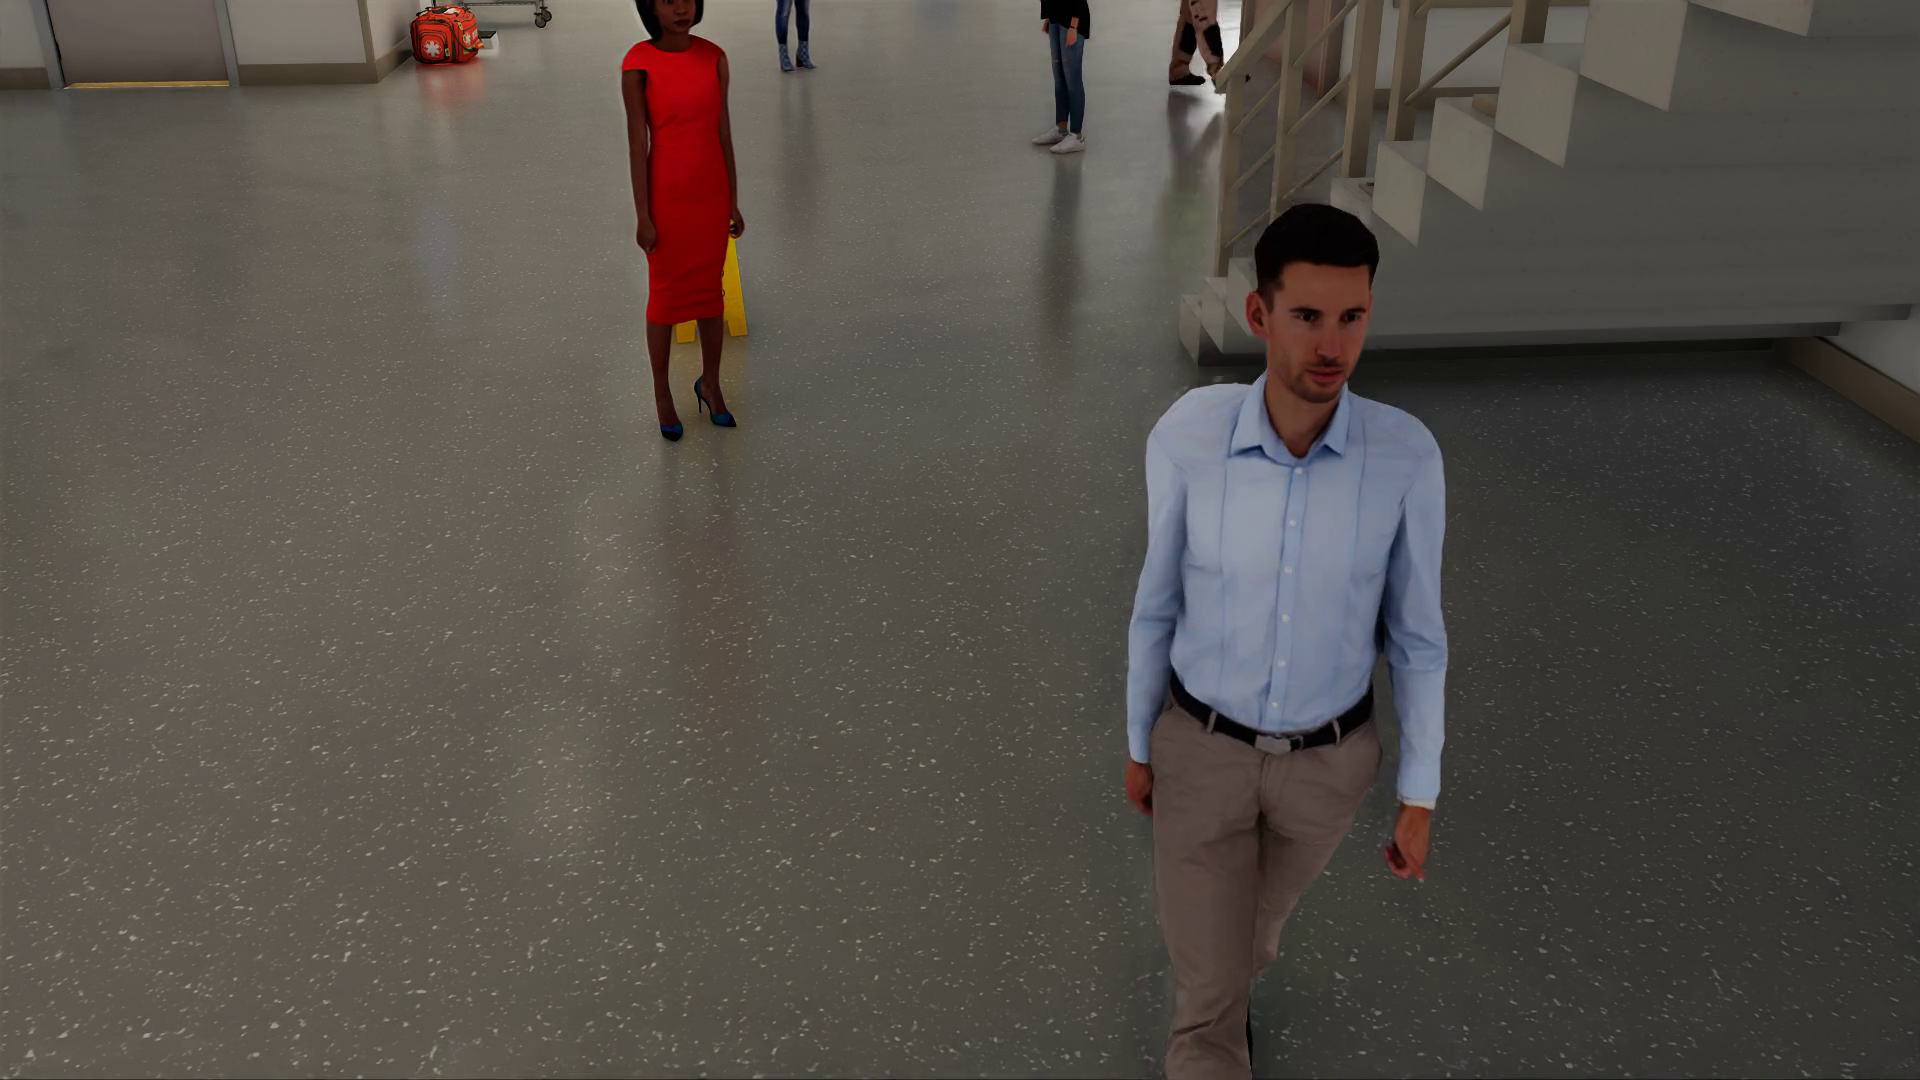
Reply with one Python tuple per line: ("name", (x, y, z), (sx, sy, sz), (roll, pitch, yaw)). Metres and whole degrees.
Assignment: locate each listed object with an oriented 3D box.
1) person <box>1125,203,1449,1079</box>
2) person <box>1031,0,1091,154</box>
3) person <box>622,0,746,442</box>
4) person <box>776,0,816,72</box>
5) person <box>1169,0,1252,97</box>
("person", (0.516, 0.334, 2.842), (0.788, 1.794, 1.290), (1, 26, 3))
("person", (0.686, -3.329, 10.612), (0.684, 1.642, 0.552), (-11, 28, -21))
("person", (-1.018, -1.235, 6.155), (0.655, 1.743, 0.661), (-17, 30, -31))
("person", (-1.332, -4.570, 13.207), (0.696, 1.625, 0.726), (-20, 32, -35))
("person", (1.731, -4.229, 12.291), (1.197, 1.805, 1.135), (20, 32, 35))
